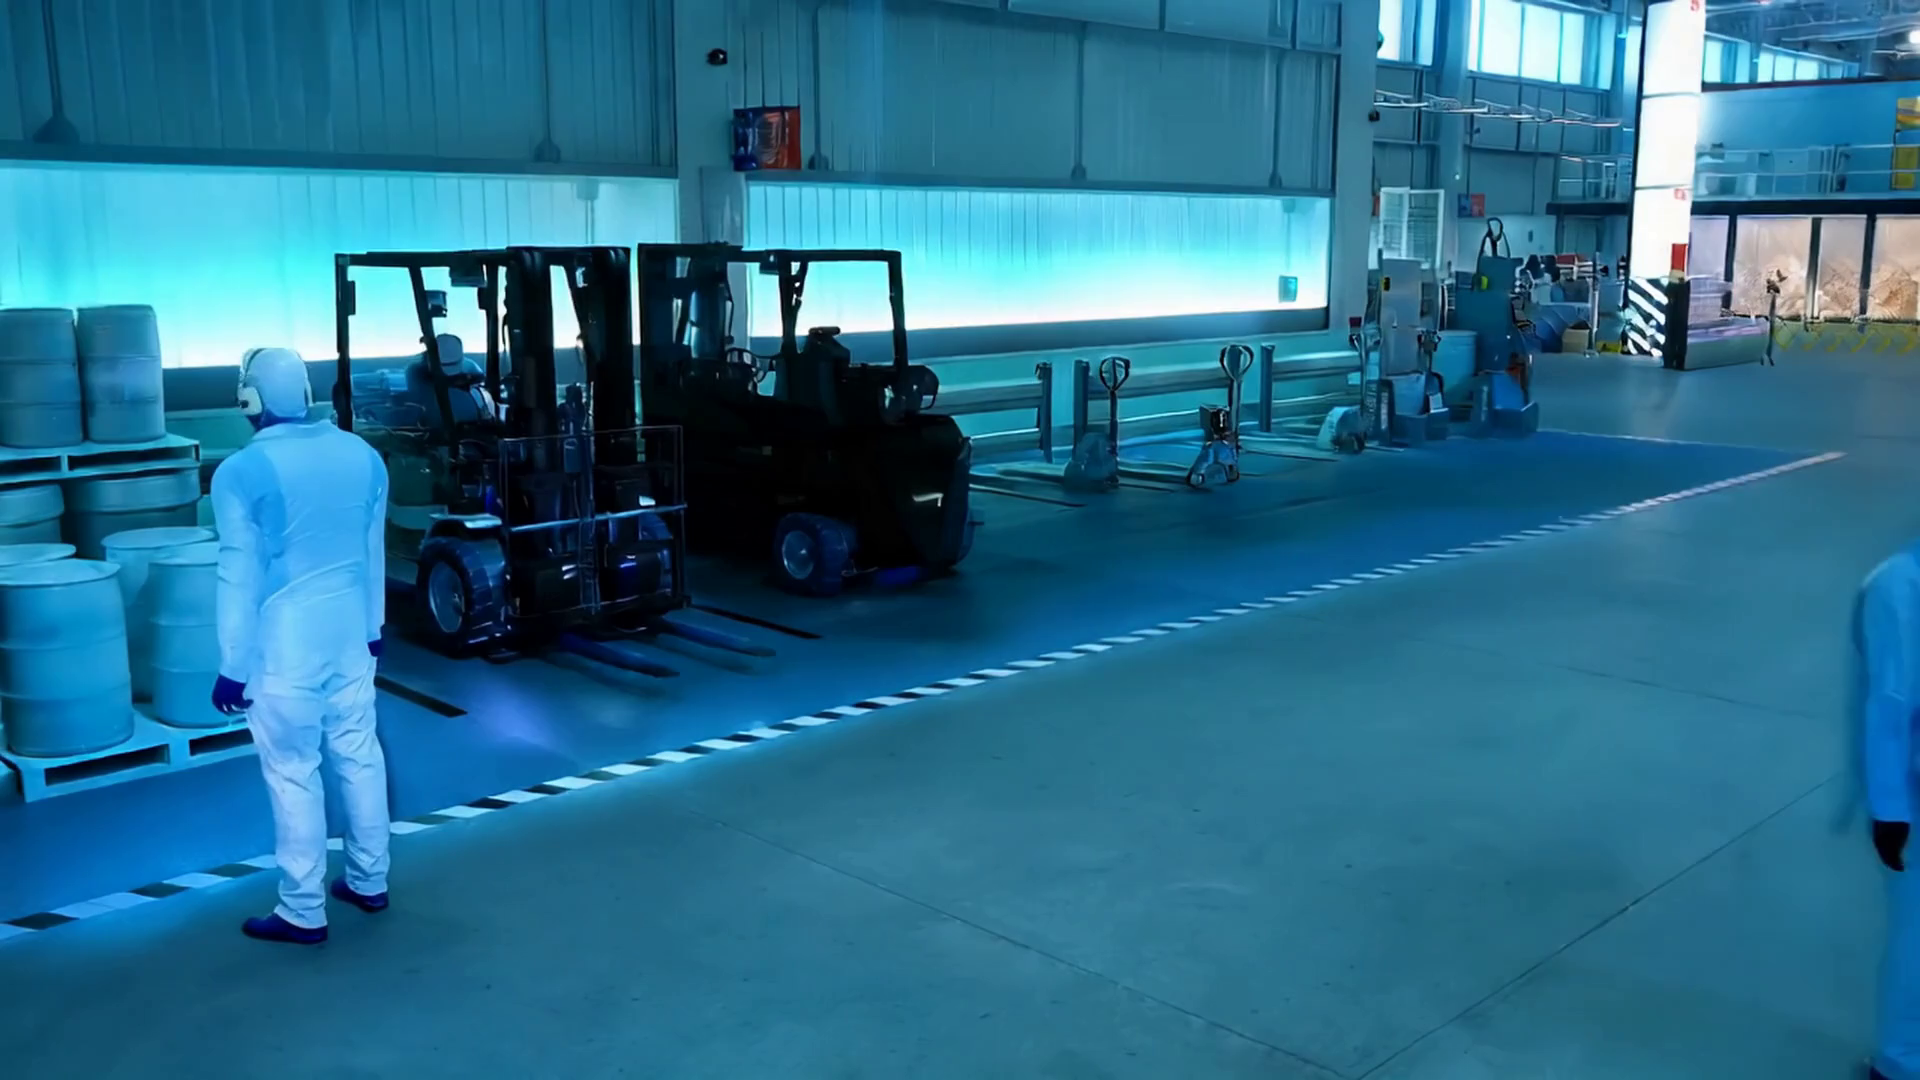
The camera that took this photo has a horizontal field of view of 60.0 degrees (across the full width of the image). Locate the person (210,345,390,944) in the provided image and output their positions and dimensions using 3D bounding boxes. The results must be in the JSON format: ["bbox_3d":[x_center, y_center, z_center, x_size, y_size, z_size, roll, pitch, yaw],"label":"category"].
[{"bbox_3d":[-2.115,0.333,5.314,0.406,1.902,0.639,5,12,26],"label":"person"}]

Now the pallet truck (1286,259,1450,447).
[{"bbox_3d":[4.493,-2.078,18.196,0.823,1.965,1.885,-9,14,-40],"label":"pallet truck"}]

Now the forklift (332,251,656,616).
[{"bbox_3d":[-2.833,-0.669,9.694,1.157,1.987,2.680,-10,14,-44],"label":"forklift"}]

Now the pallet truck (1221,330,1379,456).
[{"bbox_3d":[3.563,-1.581,17.381,0.653,1.274,1.630,-10,14,-44],"label":"pallet truck"}]

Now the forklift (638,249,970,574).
[{"bbox_3d":[-1.173,-0.958,11.239,2.680,1.987,1.157,10,14,43],"label":"forklift"}]

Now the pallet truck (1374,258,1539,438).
[{"bbox_3d":[5.704,-2.208,18.901,1.885,1.965,0.823,10,14,43],"label":"pallet truck"}]

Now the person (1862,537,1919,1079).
[{"bbox_3d":[2.474,0.600,4.100,0.598,1.815,0.423,-2,11,-11],"label":"person"}]

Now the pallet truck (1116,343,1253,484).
[{"bbox_3d":[1.962,-1.215,15.415,1.522,1.261,0.704,10,14,43],"label":"pallet truck"}]

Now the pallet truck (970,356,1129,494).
[{"bbox_3d":[0.784,-1.085,14.876,0.680,1.201,1.601,-10,14,-44],"label":"pallet truck"}]
